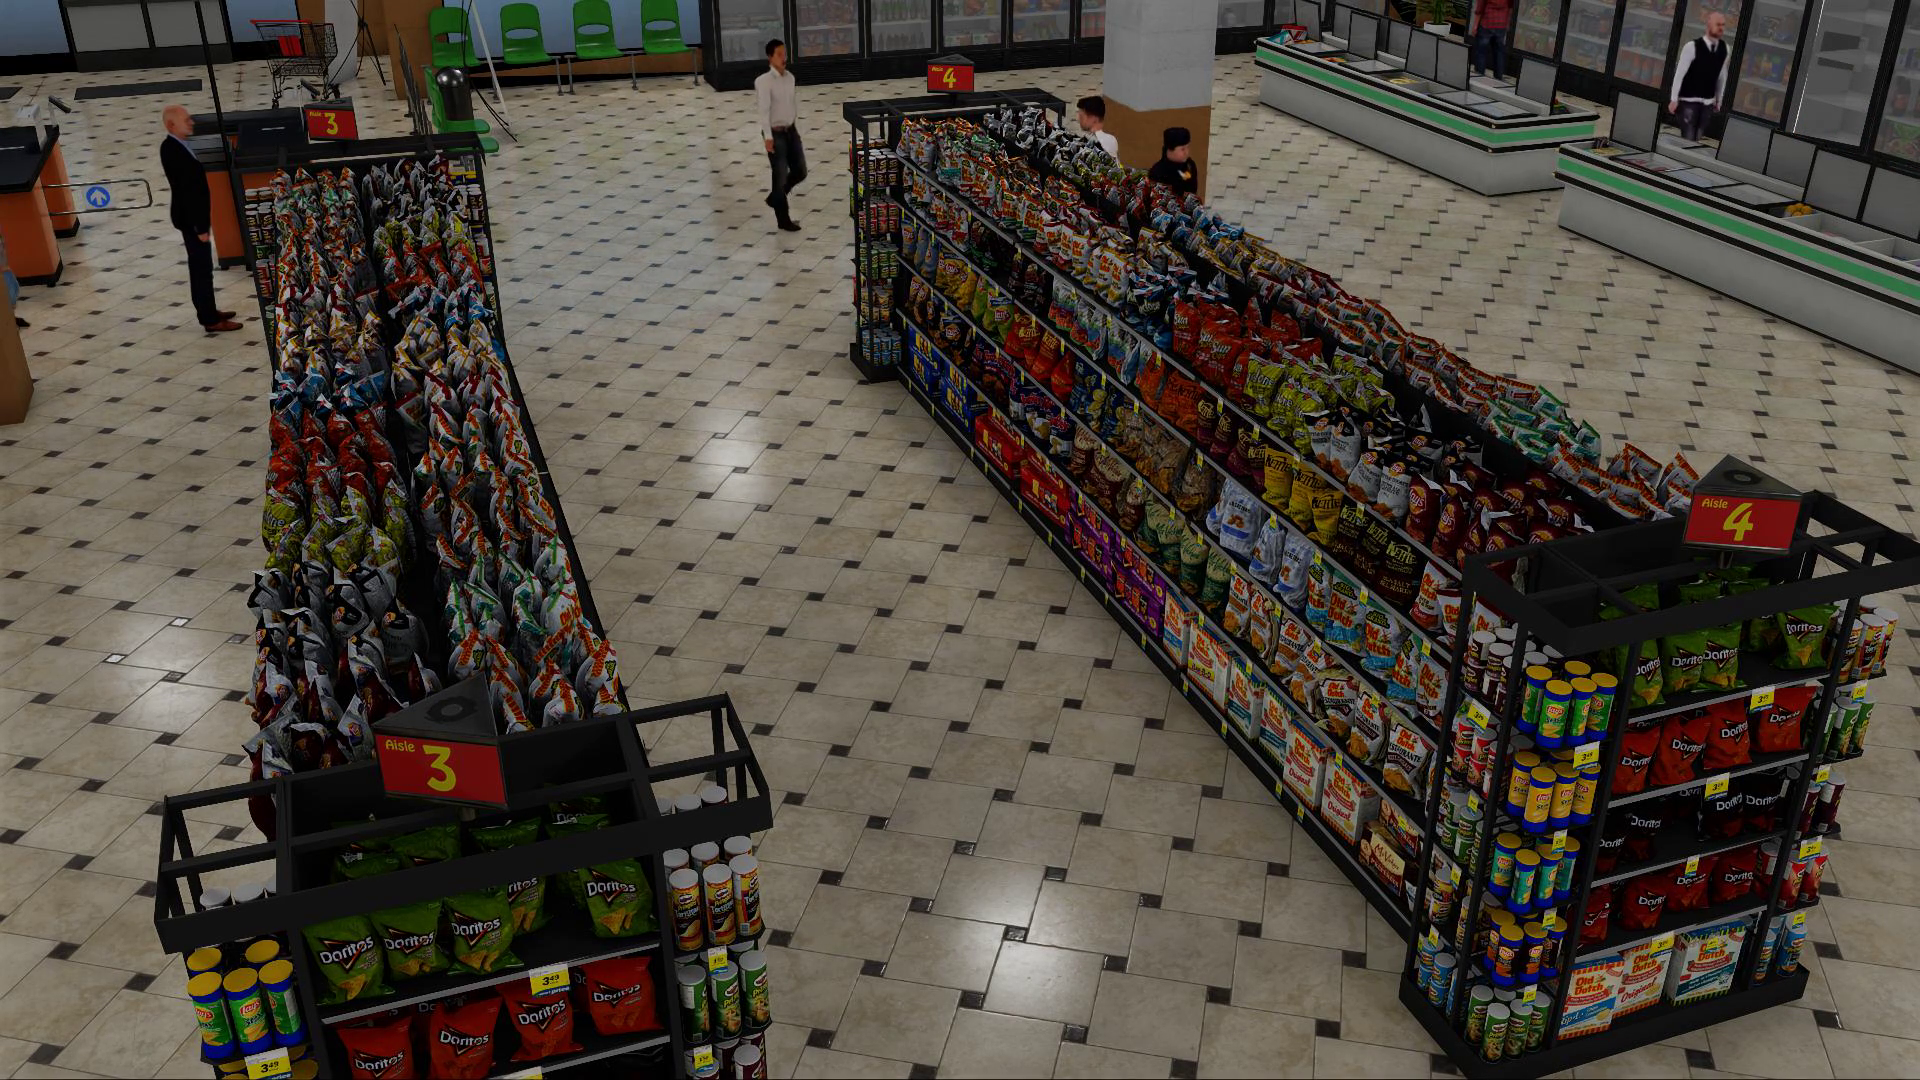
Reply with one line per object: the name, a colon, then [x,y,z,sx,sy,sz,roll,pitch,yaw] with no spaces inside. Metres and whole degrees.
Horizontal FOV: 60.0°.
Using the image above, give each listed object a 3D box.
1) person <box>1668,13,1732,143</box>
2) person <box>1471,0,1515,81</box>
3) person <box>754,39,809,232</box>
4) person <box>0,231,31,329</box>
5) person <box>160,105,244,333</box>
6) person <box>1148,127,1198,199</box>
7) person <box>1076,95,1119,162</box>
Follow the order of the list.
person: [7.529,-4.504,17.133,0.742,1.810,0.666,-6,28,-12]
person: [6.803,-6.609,21.262,0.713,1.829,0.573,-6,28,-12]
person: [-1.776,-3.851,15.857,0.885,1.799,0.831,20,33,34]
person: [-7.811,-2.241,13.358,0.575,1.188,0.636,12,29,23]
person: [-6.157,-2.580,13.353,0.768,1.797,0.563,-14,30,-26]
person: [1.622,-2.492,13.353,1.134,1.640,0.977,23,35,37]
person: [1.152,-2.609,13.345,0.868,1.856,0.829,22,34,37]
